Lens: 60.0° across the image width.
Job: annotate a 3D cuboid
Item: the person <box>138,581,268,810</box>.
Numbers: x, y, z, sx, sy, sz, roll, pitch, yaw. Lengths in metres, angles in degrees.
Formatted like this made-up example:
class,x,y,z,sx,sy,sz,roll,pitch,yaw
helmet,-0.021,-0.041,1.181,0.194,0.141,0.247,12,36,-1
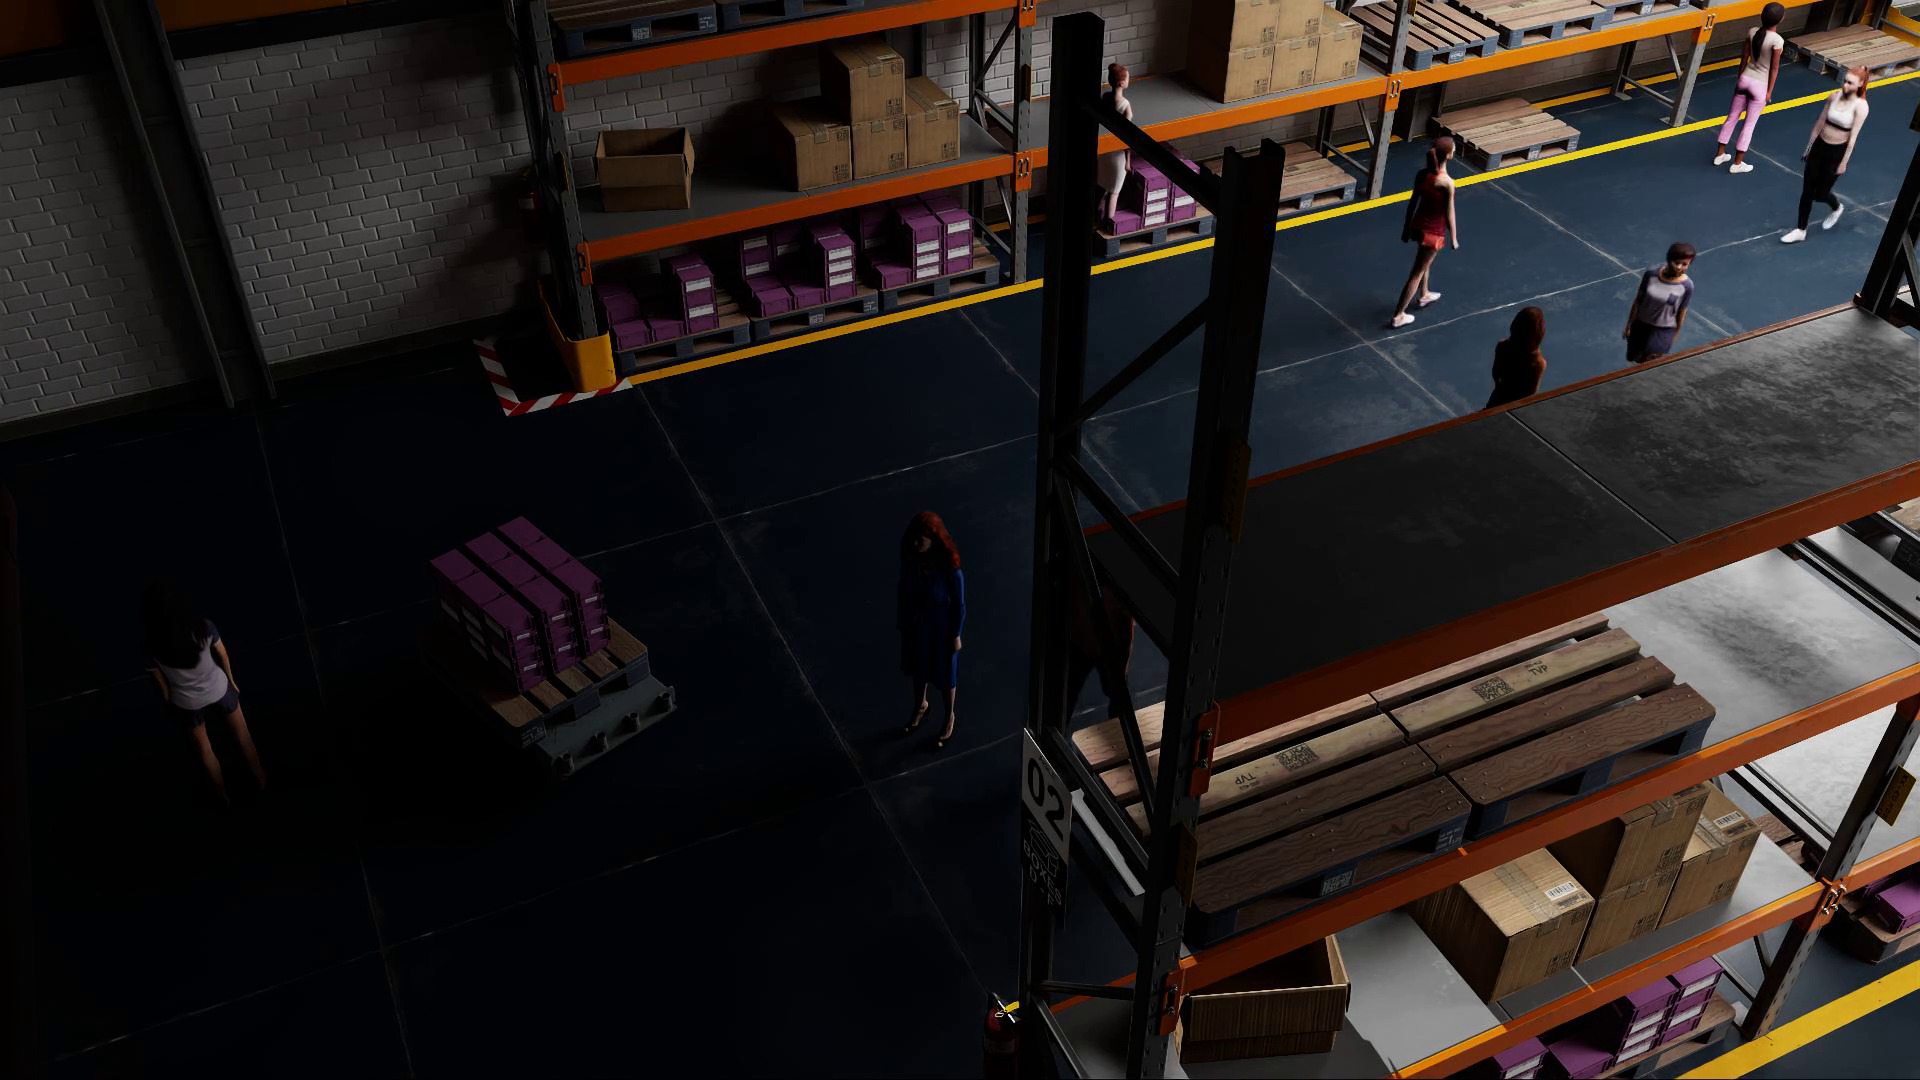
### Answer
class,x,y,z,sx,sy,sz,roll,pitch,yaw
person,-4.540,0.925,9.922,0.536,1.706,0.697,-26,45,-29

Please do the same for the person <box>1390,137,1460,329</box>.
class,x,y,z,sx,sy,sz,roll,pitch,yaw
person,3.969,-2.619,14.342,0.924,1.727,0.596,-18,42,-22

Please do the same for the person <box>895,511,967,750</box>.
class,x,y,z,sx,sy,sz,roll,pitch,yaw
person,-0.174,0.557,10.286,0.716,1.827,0.740,22,44,25

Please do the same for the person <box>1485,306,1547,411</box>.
class,x,y,z,sx,sy,sz,roll,pitch,yaw
person,3.896,-0.836,12.046,0.849,1.807,0.732,-26,45,-29

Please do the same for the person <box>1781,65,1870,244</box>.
class,x,y,z,sx,sy,sz,roll,pitch,yaw
person,8.195,-3.608,15.578,0.838,1.731,0.582,-15,41,-18

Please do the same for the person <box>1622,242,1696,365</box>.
class,x,y,z,sx,sy,sz,roll,pitch,yaw
person,5.601,-1.741,13.400,0.826,1.531,1.050,29,47,31

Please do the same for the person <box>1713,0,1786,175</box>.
class,x,y,z,sx,sy,sz,roll,pitch,yaw
person,7.996,-4.572,16.776,0.522,1.741,0.571,-19,42,-22

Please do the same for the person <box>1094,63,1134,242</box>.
class,x,y,z,sx,sy,sz,roll,pitch,yaw
person,1.408,-3.589,15.504,0.543,1.793,0.581,-23,44,-26
